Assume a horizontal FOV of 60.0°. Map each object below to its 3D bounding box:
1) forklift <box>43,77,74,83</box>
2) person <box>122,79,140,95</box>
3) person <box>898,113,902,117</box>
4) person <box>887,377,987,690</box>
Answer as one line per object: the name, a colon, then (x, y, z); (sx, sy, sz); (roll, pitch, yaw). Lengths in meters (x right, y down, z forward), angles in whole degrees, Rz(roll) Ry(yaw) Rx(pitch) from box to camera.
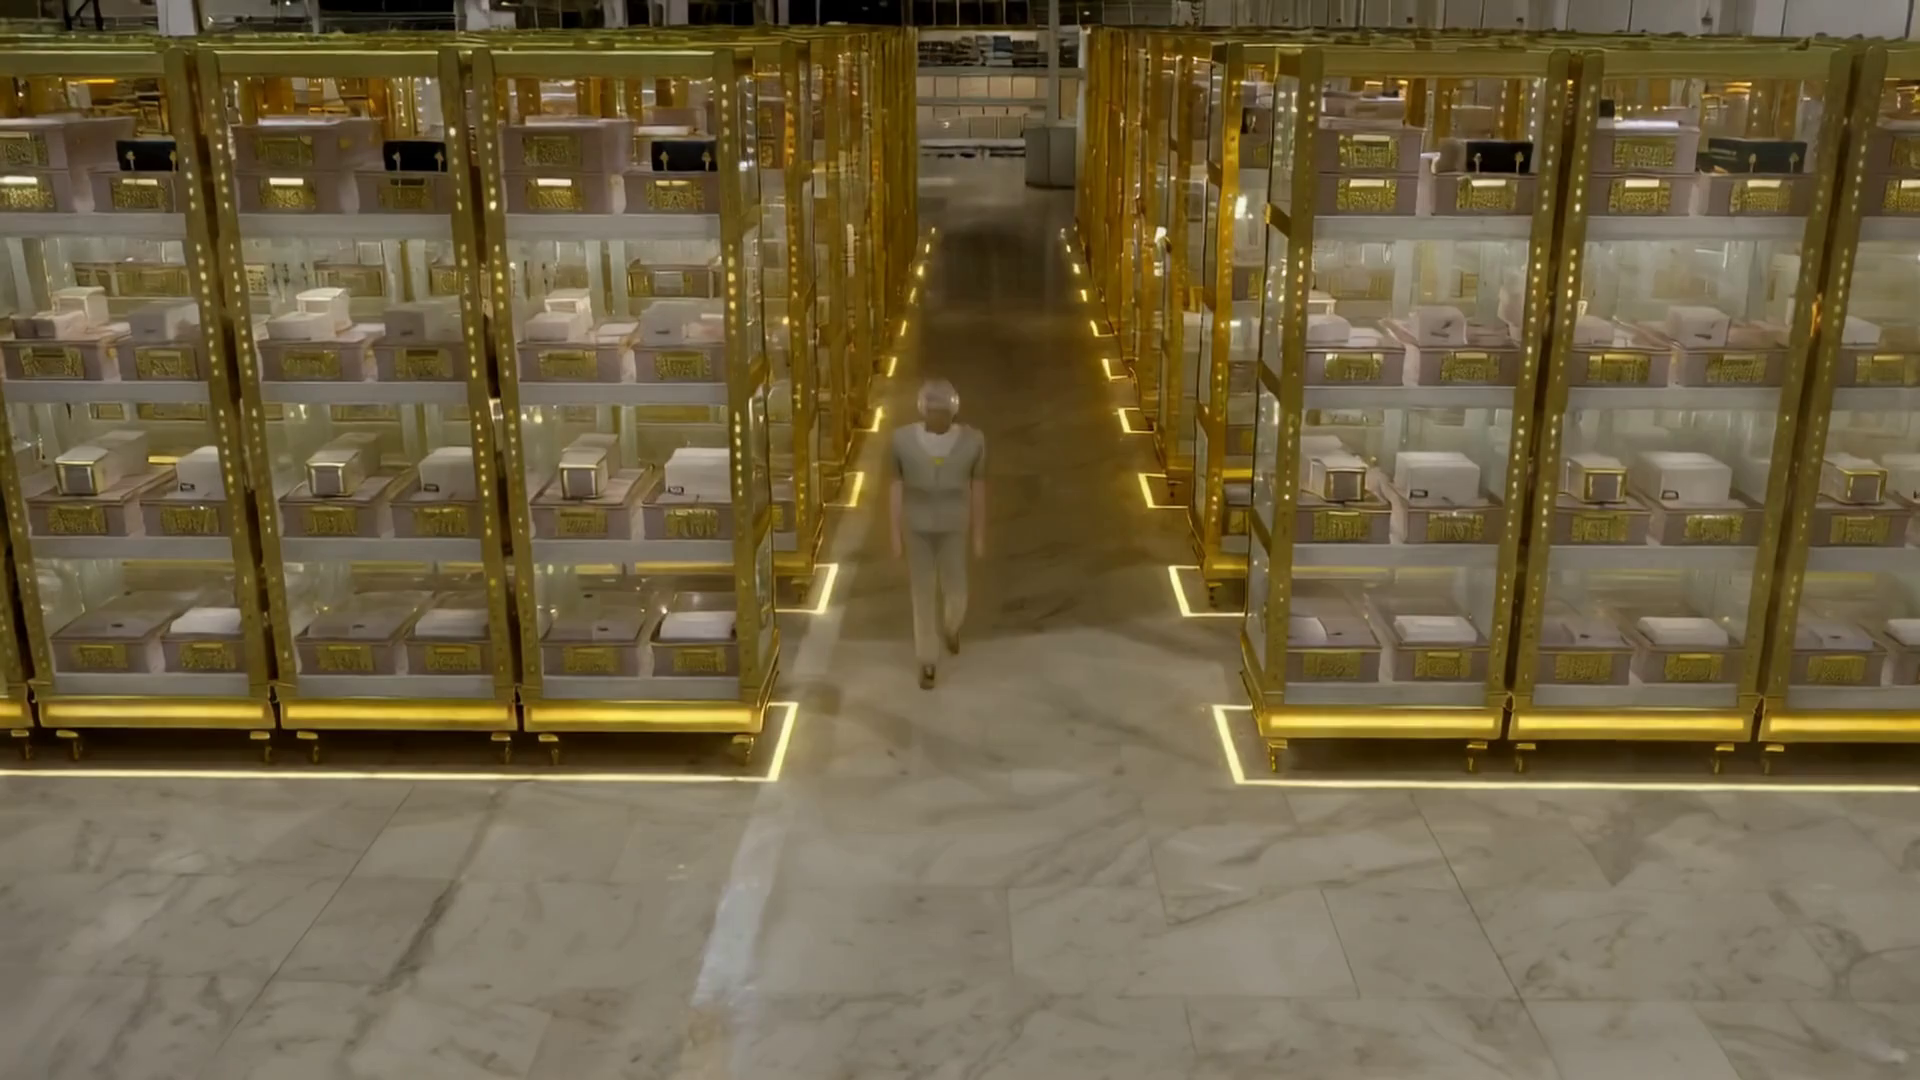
forklift: (-24.407, -11.803, 45.253); (1.129, 2.768, 1.873); (-4, 18, -12)
person: (-26.760, -13.945, 53.759); (0.660, 1.851, 0.999); (0, 17, -1)
person: (-1.158, -7.451, 32.877); (0.508, 1.969, 0.650); (9, 19, 26)
person: (-0.131, -0.067, 9.593); (0.563, 1.826, 0.492); (0, 17, -1)
